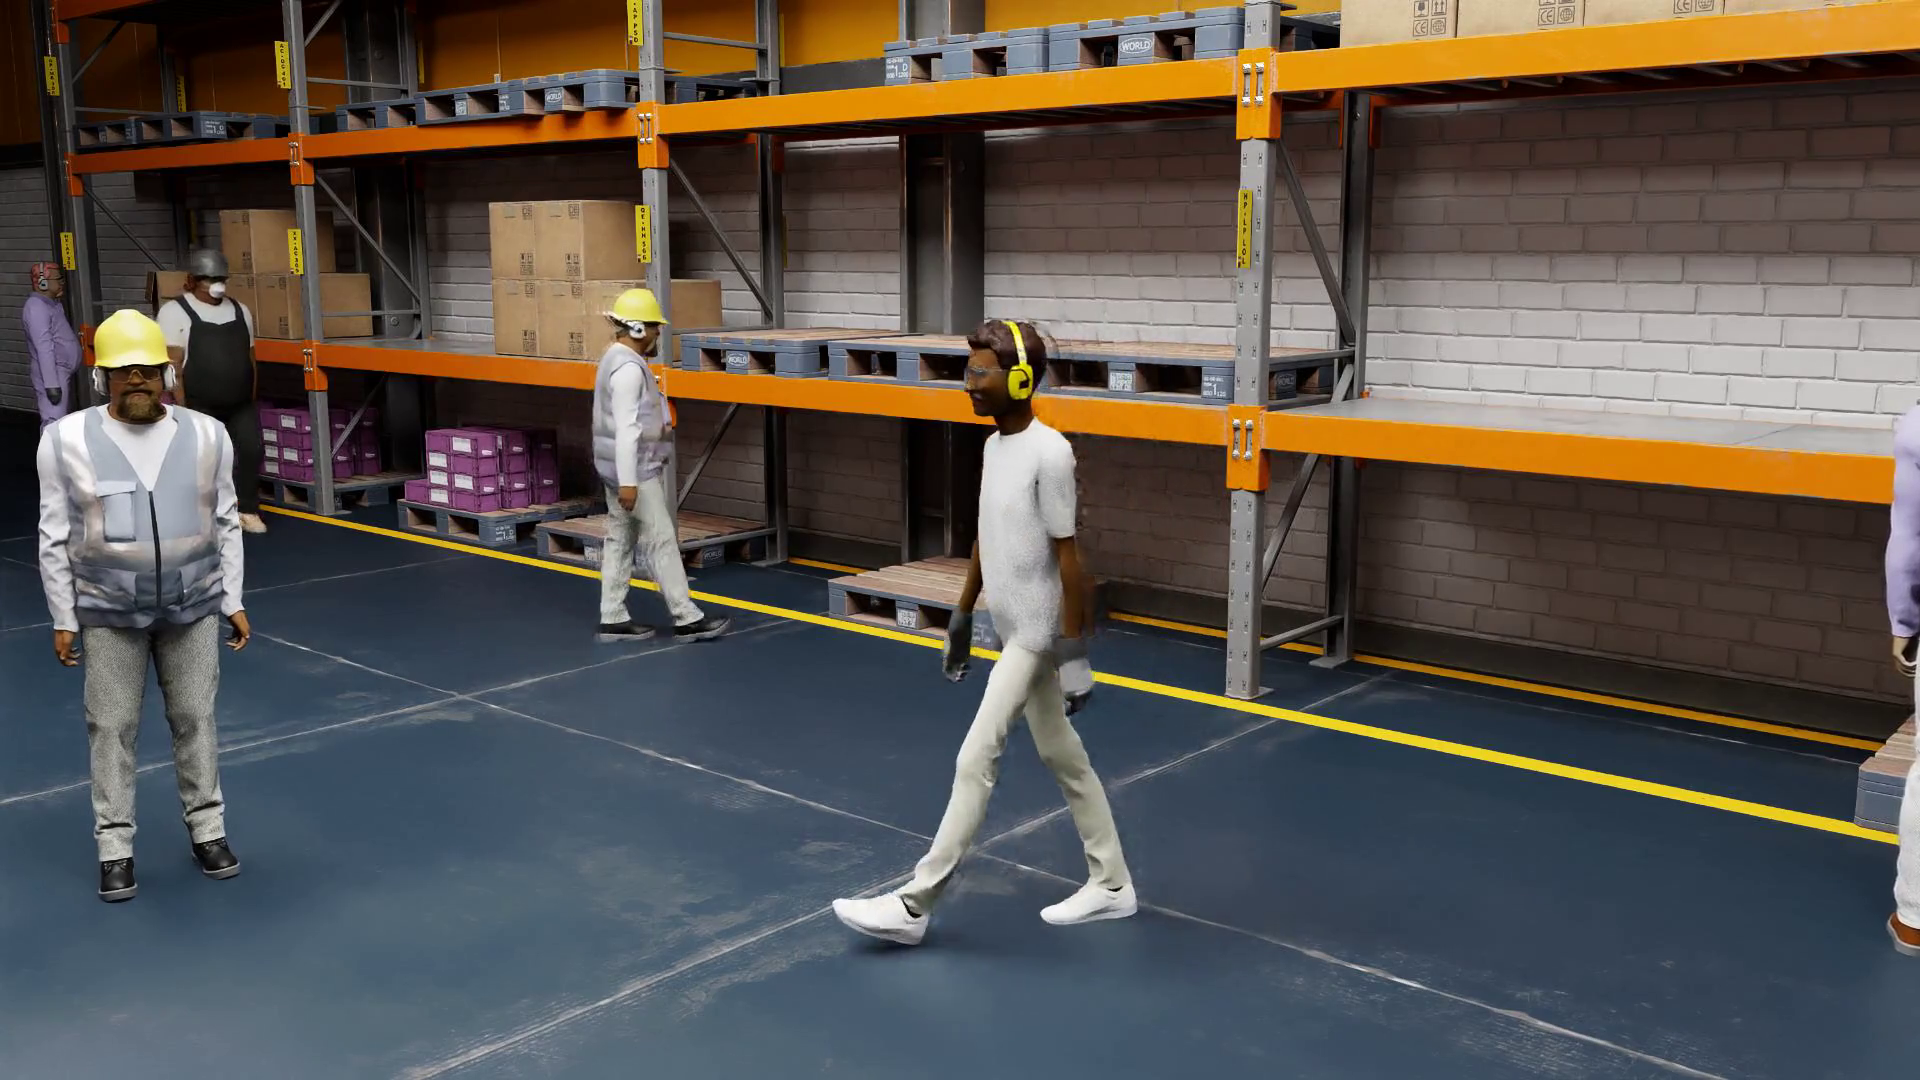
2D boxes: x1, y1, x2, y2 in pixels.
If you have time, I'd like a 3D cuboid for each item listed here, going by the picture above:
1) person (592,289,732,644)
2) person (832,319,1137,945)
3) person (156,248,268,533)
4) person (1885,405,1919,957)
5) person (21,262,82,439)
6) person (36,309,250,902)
[{"bbox_3d":[-1.561,-0.369,8.516,0.650,1.812,0.622,-3,10,-18],"label":"person"},{"bbox_3d":[0.094,0.277,4.833,0.984,1.812,0.540,-3,10,-16],"label":"person"},{"bbox_3d":[-5.161,-1.009,11.526,0.535,2.000,0.703,8,13,40],"label":"person"},{"bbox_3d":[2.920,0.256,4.641,0.631,1.931,0.357,8,13,37],"label":"person"},{"bbox_3d":[-7.370,-1.299,13.560,0.409,1.909,0.639,-5,11,-26],"label":"person"},{"bbox_3d":[-2.546,0.199,5.234,0.588,1.835,0.403,-7,12,-35],"label":"person"}]
